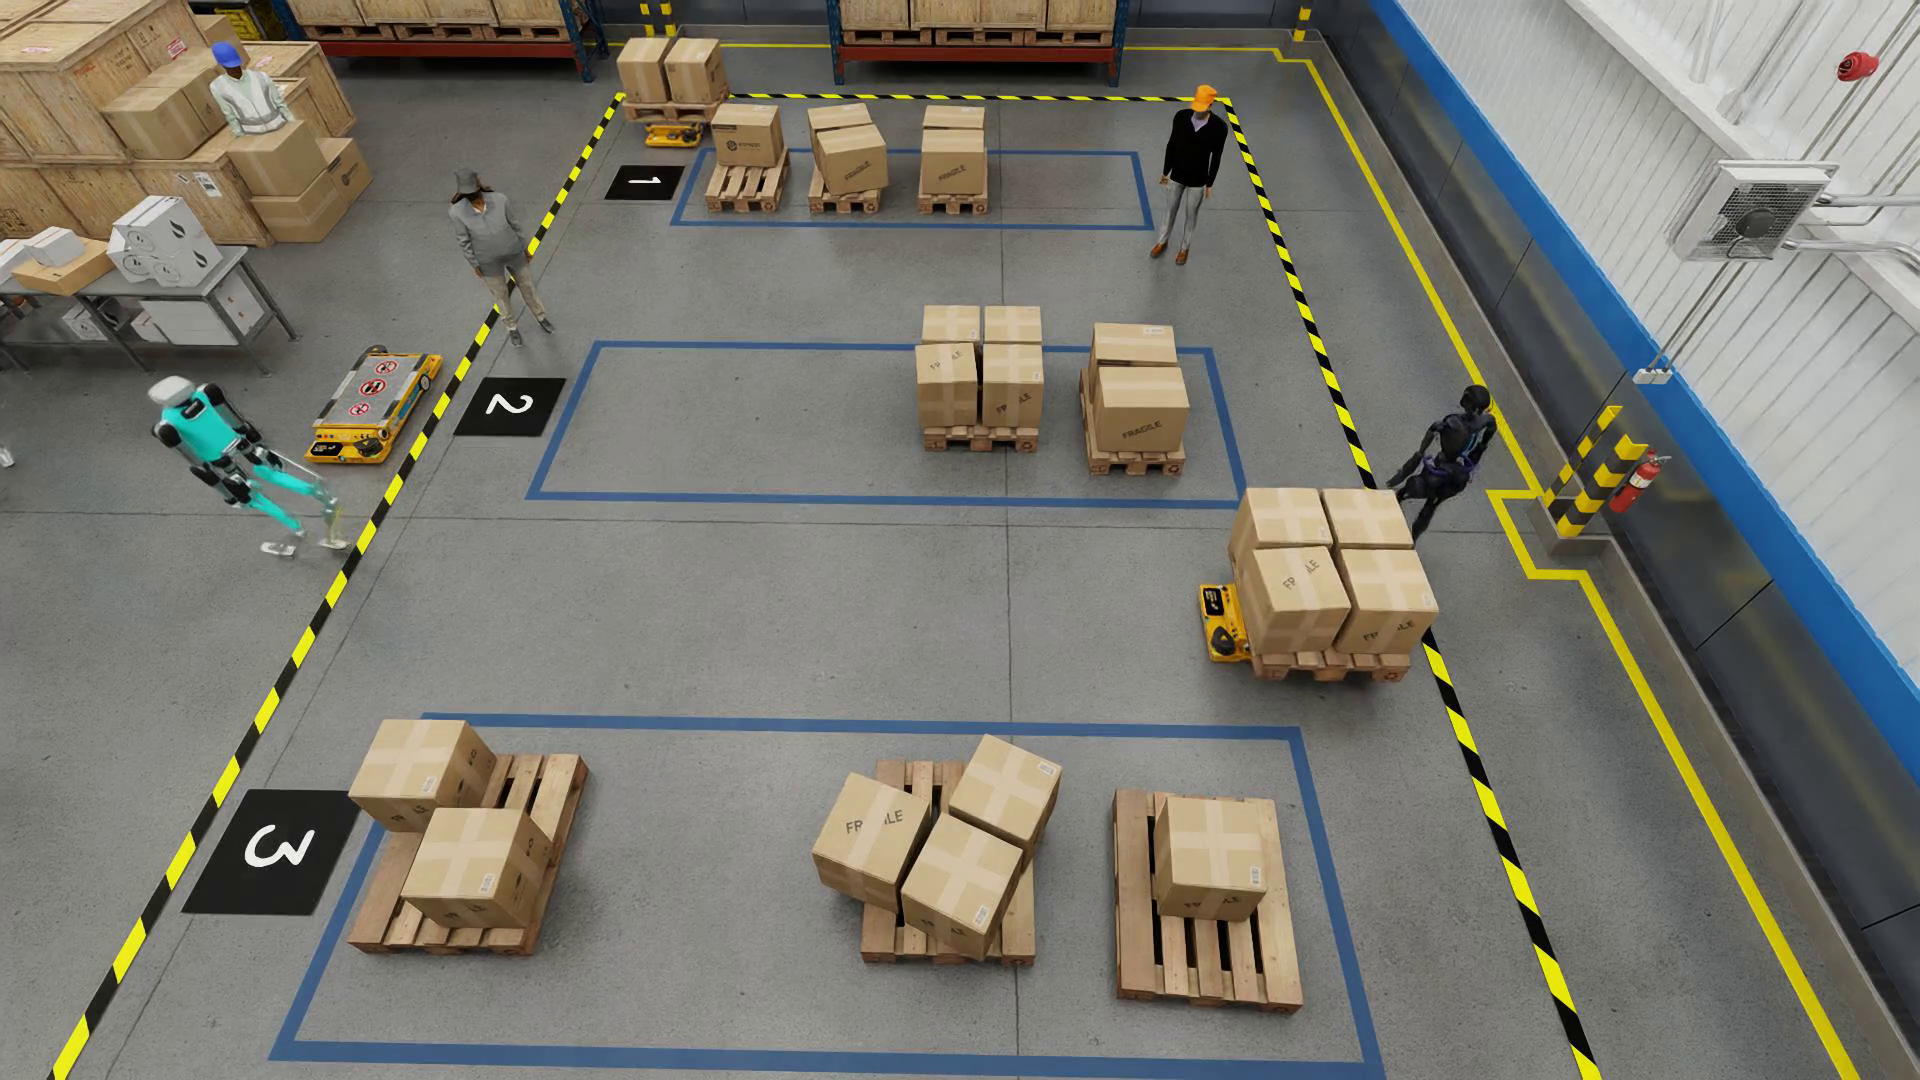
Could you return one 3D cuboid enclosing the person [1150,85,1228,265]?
[{"bbox_3d":[2.366,-3.765,9.499,0.585,1.879,0.382,24,54,19],"label":"person"}]

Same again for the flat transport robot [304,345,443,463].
[{"bbox_3d":[-5.383,-1.269,8.441,0.659,0.231,1.431,1,50,1],"label":"flat transport robot"}]

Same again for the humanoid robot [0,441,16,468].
[{"bbox_3d":[-8.317,-1.089,7.342,0.557,1.720,0.996,-26,54,-20],"label":"humanoid robot"}]

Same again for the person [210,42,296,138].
[{"bbox_3d":[-7.534,-4.422,10.017,0.602,1.939,0.411,-33,57,-25],"label":"person"}]

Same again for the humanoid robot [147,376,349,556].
[{"bbox_3d":[-5.129,-0.443,6.787,0.922,1.763,0.536,9,50,8],"label":"humanoid robot"}]

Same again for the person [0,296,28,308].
[{"bbox_3d":[-10.039,-3.031,8.876,0.574,1.880,0.356,12,51,10],"label":"person"}]

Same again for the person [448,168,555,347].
[{"bbox_3d":[-4.342,-2.675,8.647,0.573,1.767,0.395,-30,56,-23],"label":"person"}]

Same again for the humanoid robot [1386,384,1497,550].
[{"bbox_3d":[3.572,-0.498,6.863,0.600,1.644,0.335,-6,50,-5],"label":"humanoid robot"}]

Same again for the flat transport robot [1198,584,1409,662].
[{"bbox_3d":[2.557,0.592,6.848,1.431,0.197,0.652,1,50,1],"label":"flat transport robot"}]

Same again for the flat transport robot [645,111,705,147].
[{"bbox_3d":[-3.678,-5.628,12.111,0.652,0.197,1.431,1,50,1],"label":"flat transport robot"}]
